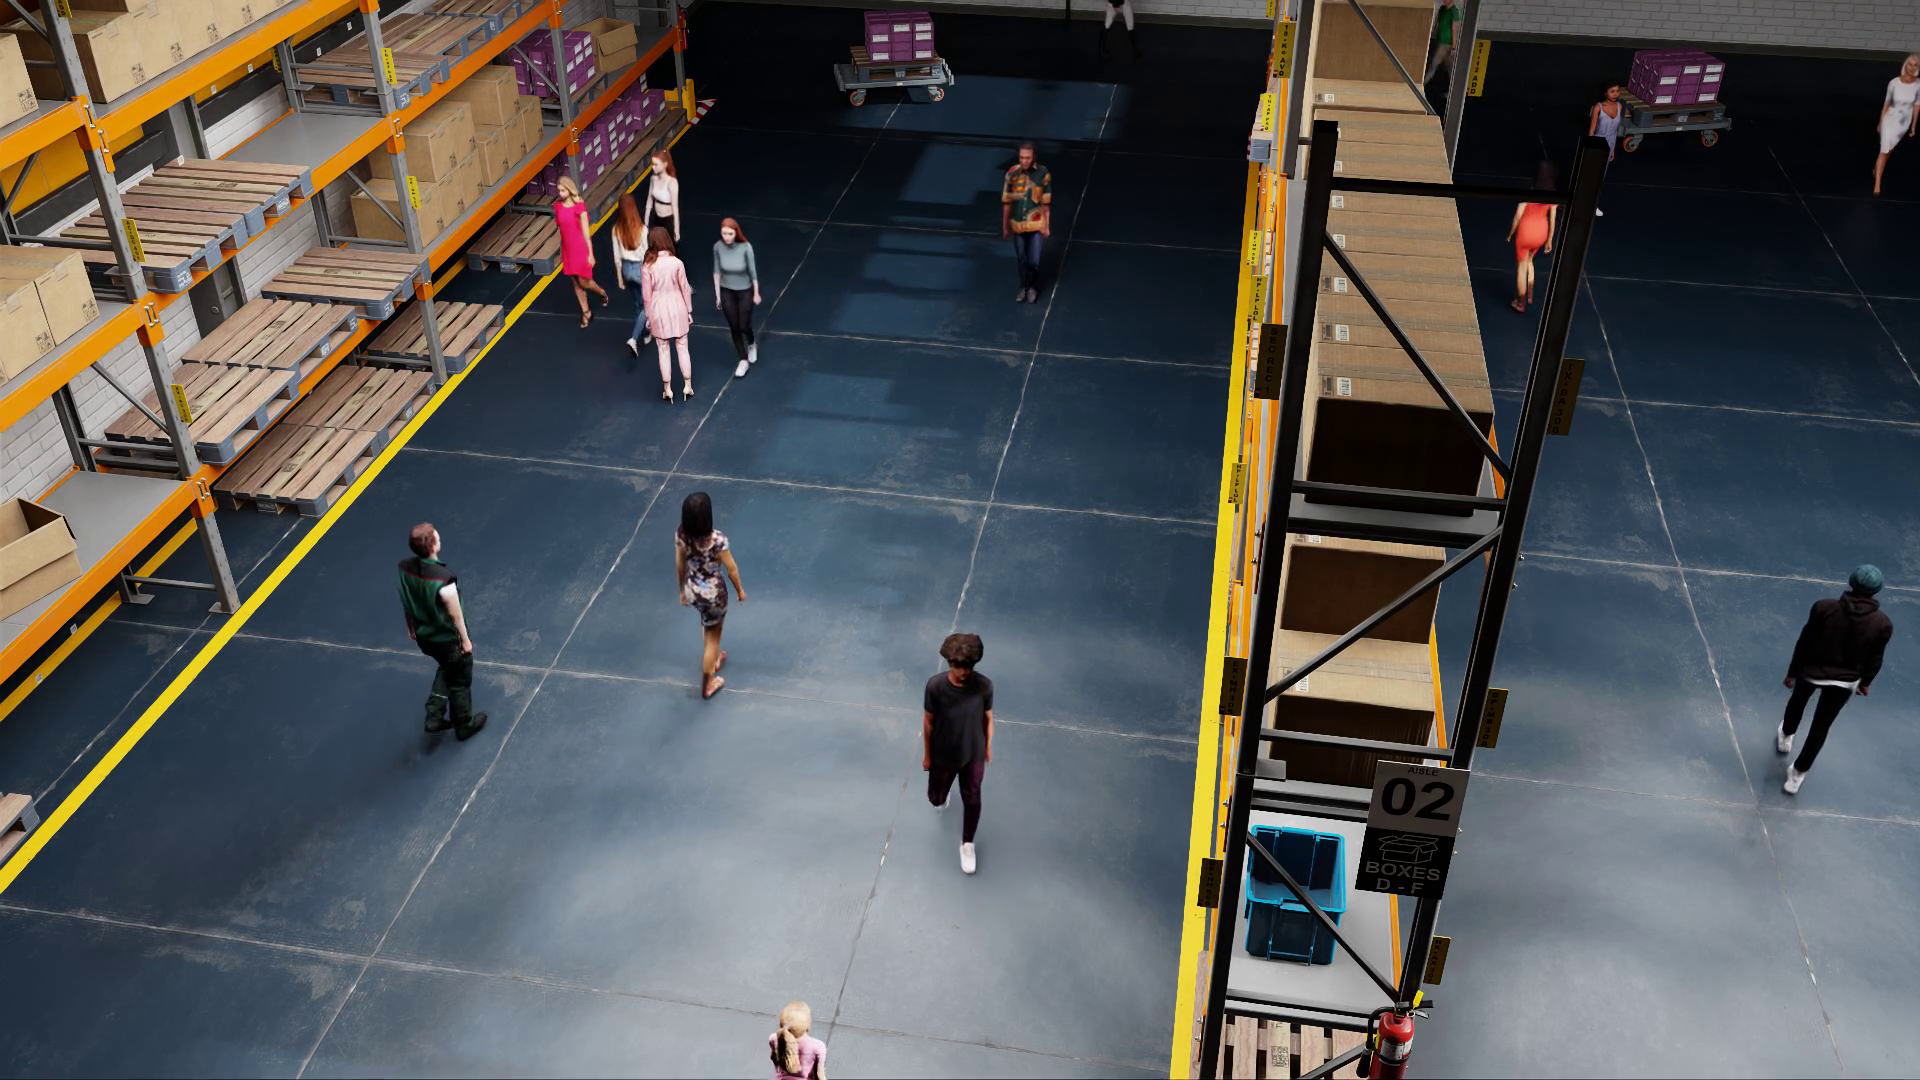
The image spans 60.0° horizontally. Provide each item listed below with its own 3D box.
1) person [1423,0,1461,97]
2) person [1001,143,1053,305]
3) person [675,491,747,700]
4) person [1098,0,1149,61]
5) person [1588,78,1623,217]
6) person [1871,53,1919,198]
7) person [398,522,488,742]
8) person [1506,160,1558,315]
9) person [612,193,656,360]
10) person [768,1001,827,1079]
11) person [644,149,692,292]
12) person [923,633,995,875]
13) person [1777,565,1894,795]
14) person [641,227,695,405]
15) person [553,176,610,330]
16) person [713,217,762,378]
[{"bbox_3d":[6.981,-7.056,23.679,0.889,1.599,1.141,-3,34,-4],"label":"person"},{"bbox_3d":[0.761,-3.479,18.122,0.710,1.793,0.698,9,35,13],"label":"person"},{"bbox_3d":[-1.906,0.452,12.273,0.704,1.720,0.813,15,37,22],"label":"person"},{"bbox_3d":[2.330,-8.142,25.238,1.120,1.681,1.091,-28,43,-35],"label":"person"},{"bbox_3d":[7.725,-4.736,20.101,0.655,1.696,0.662,-11,35,-16],"label":"person"},{"bbox_3d":[11.709,-5.230,20.835,0.553,1.706,1.052,6,34,9],"label":"person"},{"bbox_3d":[-3.728,0.701,11.792,0.778,1.839,0.831,20,39,27],"label":"person"},{"bbox_3d":[6.130,-3.194,17.769,0.668,1.708,0.697,-5,34,-7],"label":"person"},{"bbox_3d":[-3.321,-2.675,16.989,0.652,1.708,1.025,9,35,13],"label":"person"},{"bbox_3d":[-0.888,2.980,8.901,0.490,1.243,0.888,5,34,8],"label":"person"},{"bbox_3d":[-3.134,-3.419,18.087,0.968,1.731,0.880,-26,42,-34],"label":"person"},{"bbox_3d":[-0.024,1.314,10.934,0.756,1.767,1.012,-2,34,-3],"label":"person"},{"bbox_3d":[5.949,0.979,11.414,0.912,1.793,1.099,18,38,25],"label":"person"},{"bbox_3d":[-2.839,-2.174,16.152,0.690,1.800,0.671,-8,35,-13],"label":"person"},{"bbox_3d":[-3.992,-3.078,17.590,0.714,1.713,0.855,14,36,20],"label":"person"},{"bbox_3d":[-2.225,-2.487,16.697,0.573,1.719,0.710,6,34,9],"label":"person"}]
